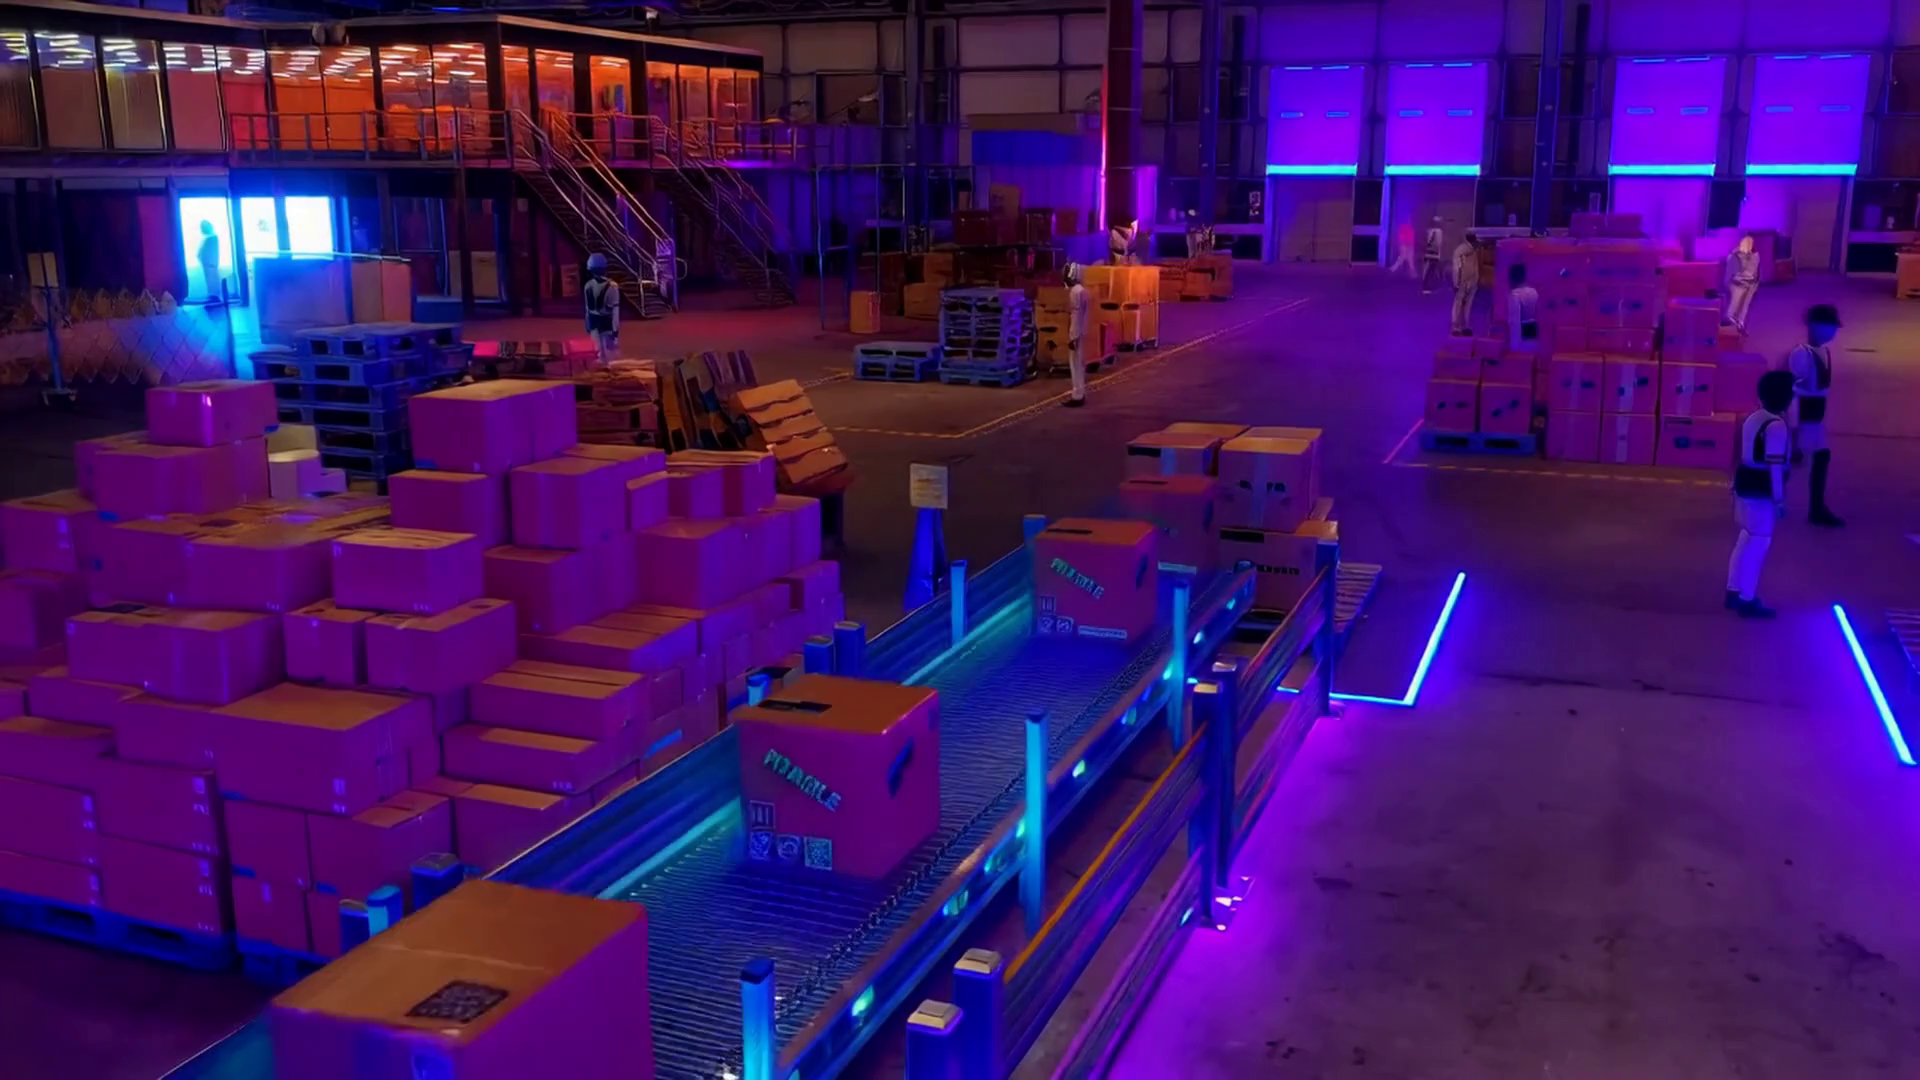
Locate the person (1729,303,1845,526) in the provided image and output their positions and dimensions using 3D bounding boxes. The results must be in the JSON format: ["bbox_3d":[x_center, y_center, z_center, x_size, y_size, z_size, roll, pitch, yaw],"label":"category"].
[{"bbox_3d":[7.207,-1.099,14.365,0.560,1.909,0.910,-10,16,-39],"label":"person"}]

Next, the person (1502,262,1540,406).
[{"bbox_3d":[6.835,-2.436,20.319,0.443,1.900,0.613,12,17,43],"label":"person"}]

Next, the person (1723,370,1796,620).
[{"bbox_3d":[5.435,-0.312,11.288,0.319,1.693,0.537,1,13,6],"label":"person"}]

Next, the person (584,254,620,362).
[{"bbox_3d":[-4.715,-2.788,21.857,0.542,1.928,0.399,6,14,24],"label":"person"}]

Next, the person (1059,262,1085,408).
[{"bbox_3d":[1.430,-2.616,21.243,0.328,1.862,0.503,2,13,7],"label":"person"}]

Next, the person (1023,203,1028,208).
[{"bbox_3d":[2.104,-9.815,53.351,1.047,1.939,0.646,1,13,5],"label":"person"}]

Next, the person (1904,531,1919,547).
[{"bbox_3d":[7.942,-0.715,12.806,0.994,1.810,0.531,2,13,9],"label":"person"}]

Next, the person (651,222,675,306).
[{"bbox_3d":[-6.440,-5.968,36.212,0.573,1.883,0.353,6,14,26],"label":"person"}]

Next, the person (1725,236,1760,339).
[{"bbox_3d":[13.975,-4.499,29.725,0.624,1.841,0.430,-2,13,-7],"label":"person"}]

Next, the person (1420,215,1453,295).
[{"bbox_3d":[11.609,-6.919,40.424,0.910,1.907,0.620,-5,13,-20],"label":"person"}]

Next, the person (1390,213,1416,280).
[{"bbox_3d":[12.227,-8.038,45.623,0.624,1.826,0.643,9,16,36],"label":"person"}]

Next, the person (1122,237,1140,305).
[{"bbox_3d":[3.005,-4.435,29.474,0.469,1.829,0.520,0,13,1],"label":"person"}]

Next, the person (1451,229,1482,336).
[{"bbox_3d":[9.258,-4.693,30.383,0.629,1.933,0.379,-6,14,-26],"label":"person"}]

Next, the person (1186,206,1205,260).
[{"bbox_3d":[7.185,-9.249,50.882,0.599,1.913,0.431,-3,13,-12],"label":"person"}]
